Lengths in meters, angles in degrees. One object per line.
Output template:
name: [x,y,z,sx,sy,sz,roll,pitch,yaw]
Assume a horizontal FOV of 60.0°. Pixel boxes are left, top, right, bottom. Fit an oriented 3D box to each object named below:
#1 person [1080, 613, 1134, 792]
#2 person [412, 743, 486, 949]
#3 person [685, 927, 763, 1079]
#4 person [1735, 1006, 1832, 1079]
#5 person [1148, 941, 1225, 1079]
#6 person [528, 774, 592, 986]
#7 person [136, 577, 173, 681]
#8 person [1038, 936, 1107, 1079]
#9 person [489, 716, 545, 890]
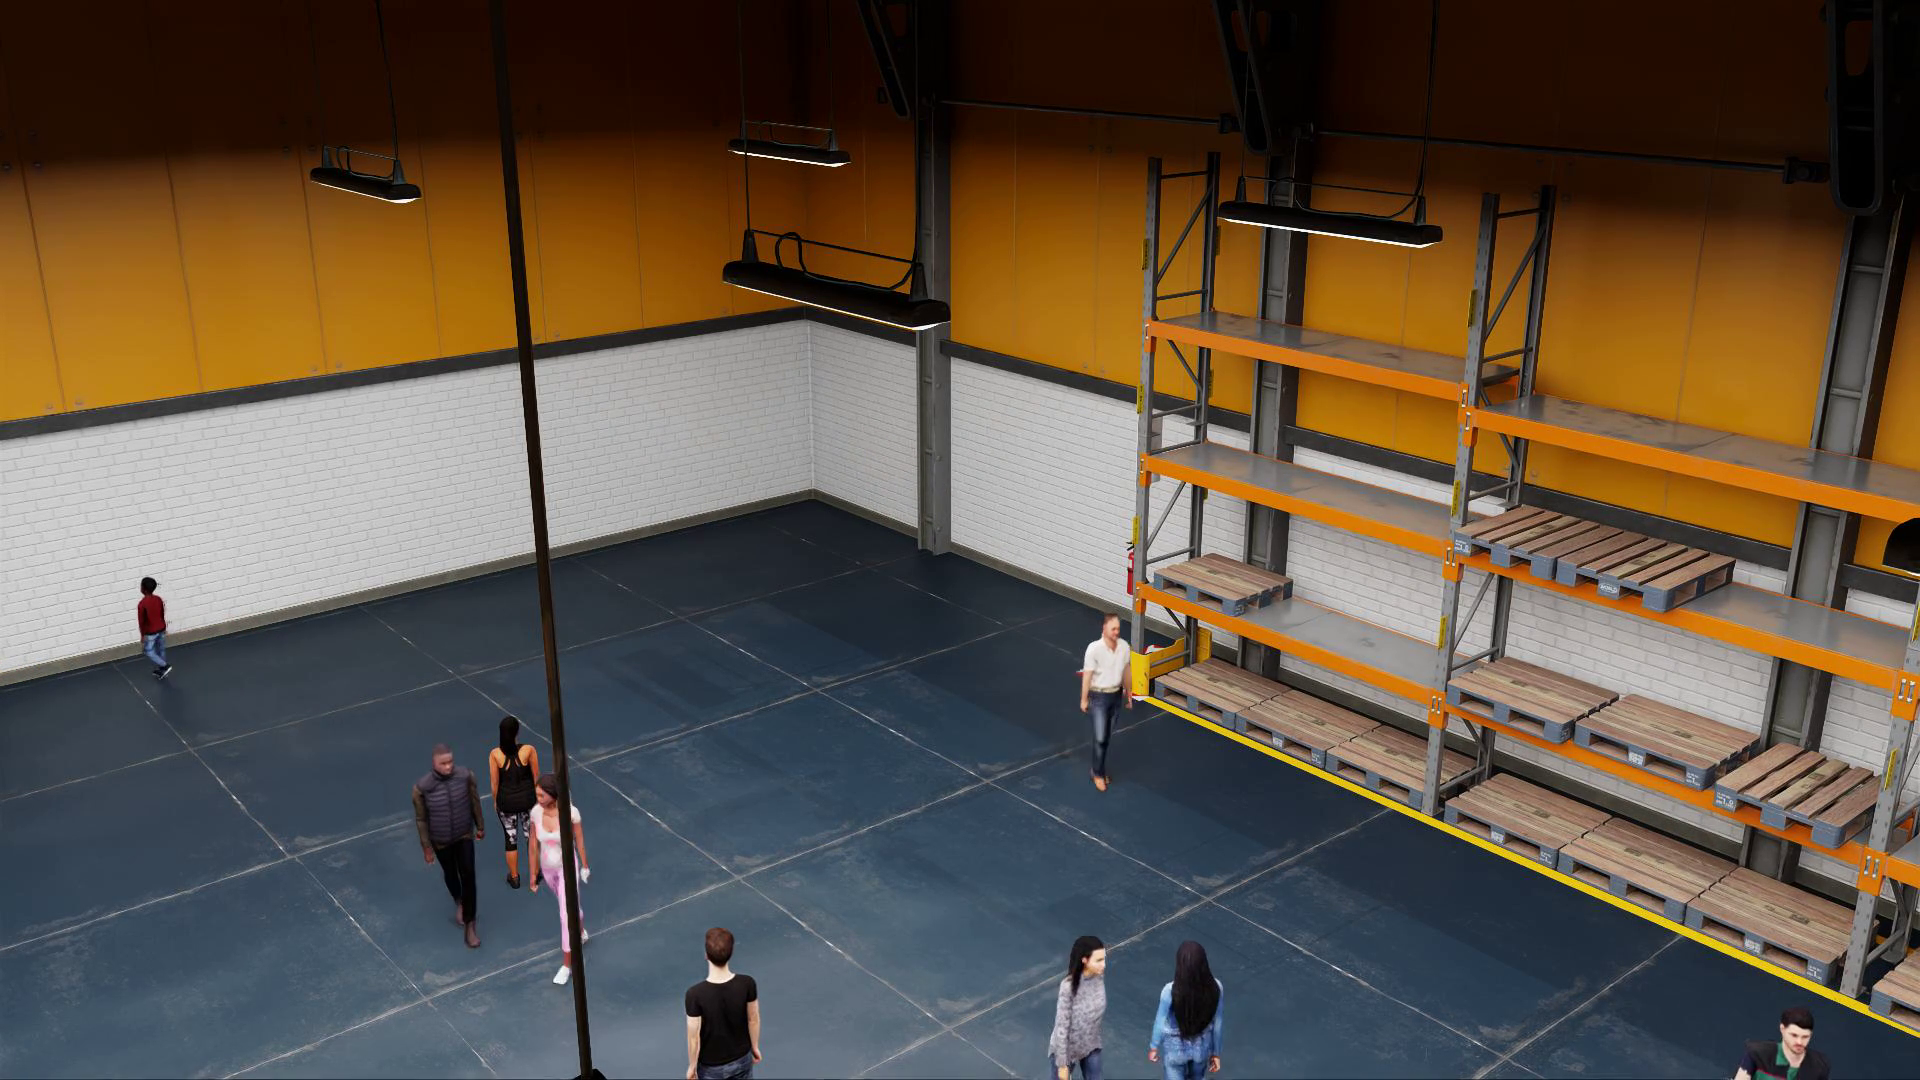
person: [1.420,1.556,16.761,0.774,1.841,0.812,-7,20,-21]
person: [-4.314,2.486,14.082,0.917,1.788,1.141,-8,20,-24]
person: [-1.560,3.447,11.060,0.724,1.897,0.669,-9,20,-24]
person: [5.056,3.680,10.374,0.821,1.893,0.899,4,19,12]
person: [1.563,3.511,11.176,0.734,1.700,0.771,-5,19,-14]
person: [-3.251,2.677,13.654,1.064,1.699,1.081,3,19,9]
person: [-9.292,1.035,19.238,0.730,1.248,0.659,6,20,17]
person: [0.734,3.444,11.380,0.645,1.697,1.134,-13,22,-33]
person: [-3.941,2.312,14.800,0.648,1.661,0.637,-5,19,-15]
